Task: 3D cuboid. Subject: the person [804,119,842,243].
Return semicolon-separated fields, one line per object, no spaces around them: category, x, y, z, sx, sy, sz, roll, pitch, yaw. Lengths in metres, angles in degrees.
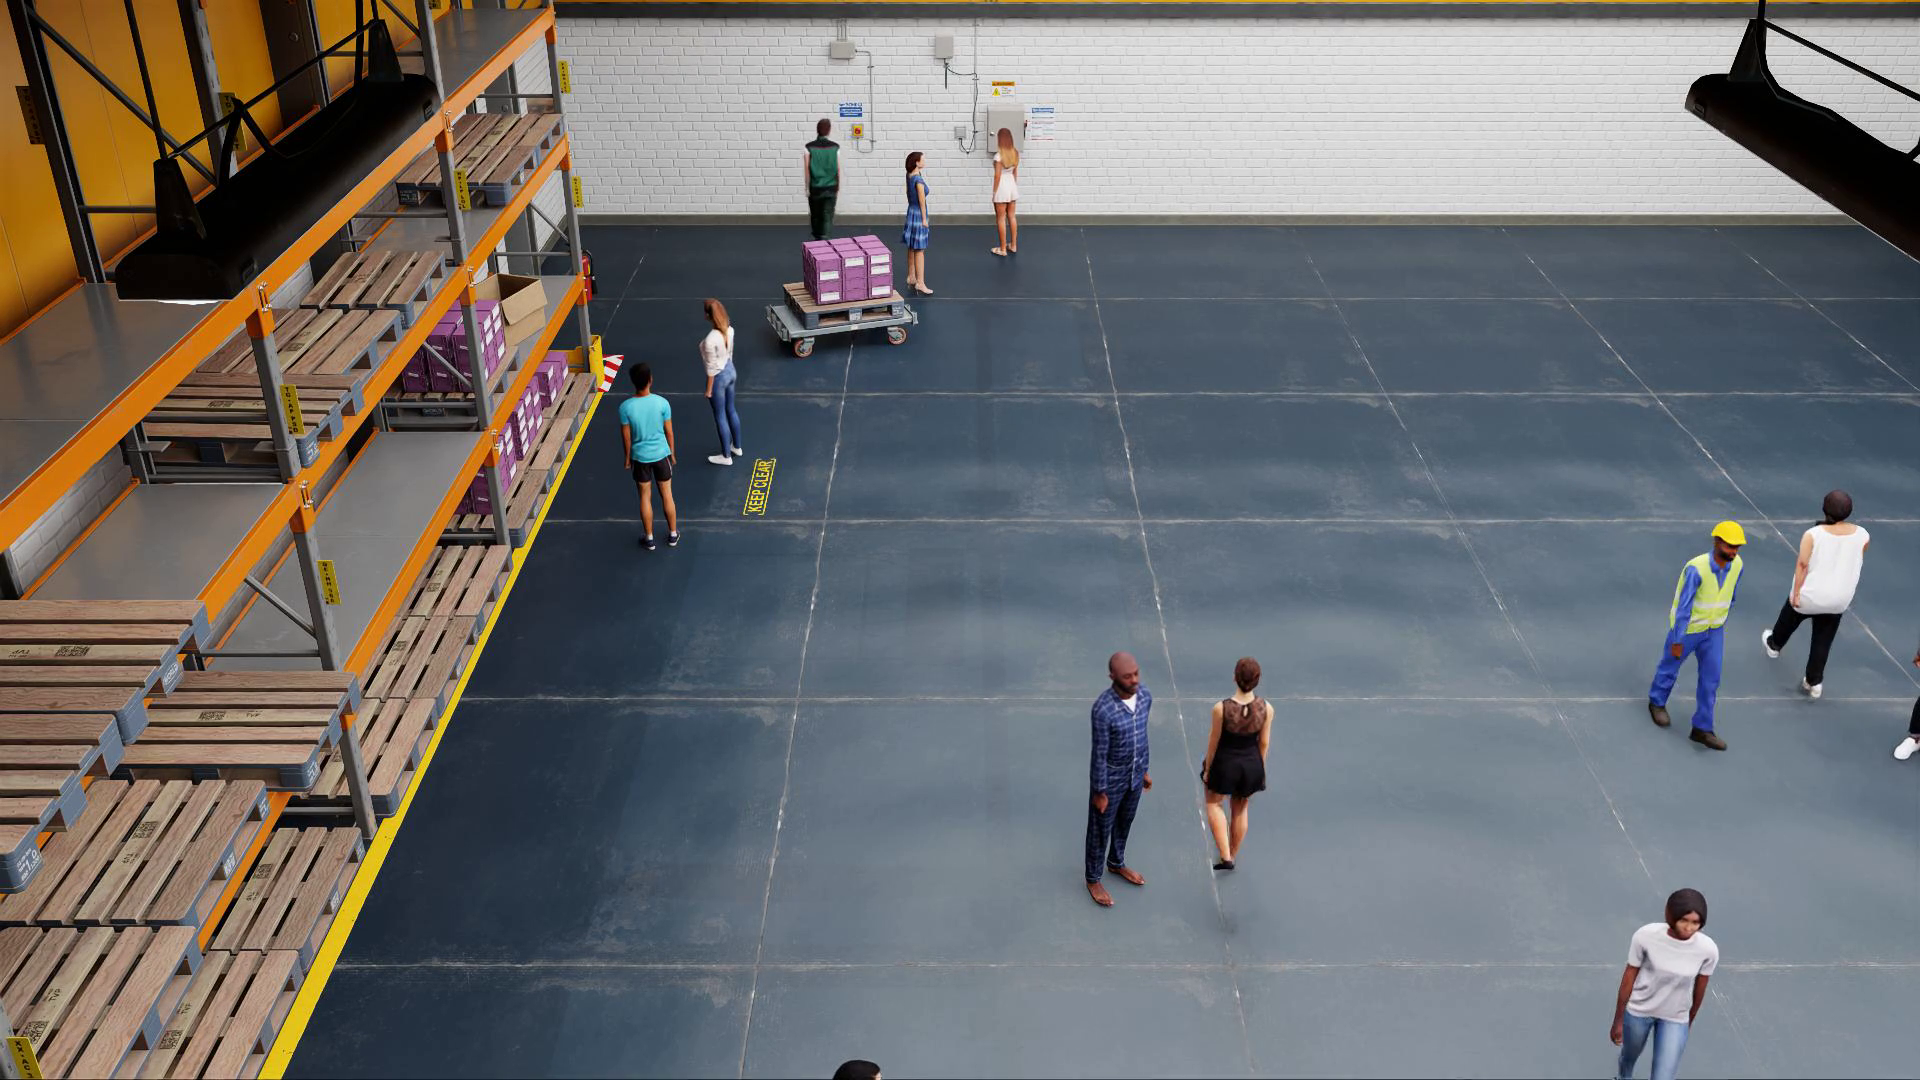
person;-1.807;-4.612;22.044;0.763;1.771;1.181;-5;29;-9

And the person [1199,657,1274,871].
person;1.813;1.536;10.882;0.615;1.666;0.690;-2;29;-4

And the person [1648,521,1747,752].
person;5.471;0.617;12.445;0.837;1.783;1.066;-5;29;-10

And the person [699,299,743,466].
person;-2.368;-1.586;16.541;0.741;1.728;0.602;12;31;22

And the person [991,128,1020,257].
person;0.611;-4.662;22.213;0.669;1.696;0.722;-22;35;-34

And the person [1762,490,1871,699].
person;6.706;0.434;12.923;0.772;1.646;1.122;5;29;8

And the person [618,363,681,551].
person;-2.780;-0.746;14.951;0.675;1.776;0.618;-8;30;-14

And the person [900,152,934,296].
person;-0.530;-3.983;20.853;0.807;1.806;0.664;-13;31;-22

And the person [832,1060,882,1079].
person;-0.488;3.125;7.889;0.715;1.743;0.525;-3;29;-5

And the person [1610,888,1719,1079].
person;3.765;2.527;9.036;0.819;1.693;1.050;11;31;20

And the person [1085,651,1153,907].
person;1.014;1.505;10.779;0.764;1.819;0.811;-23;36;-35
